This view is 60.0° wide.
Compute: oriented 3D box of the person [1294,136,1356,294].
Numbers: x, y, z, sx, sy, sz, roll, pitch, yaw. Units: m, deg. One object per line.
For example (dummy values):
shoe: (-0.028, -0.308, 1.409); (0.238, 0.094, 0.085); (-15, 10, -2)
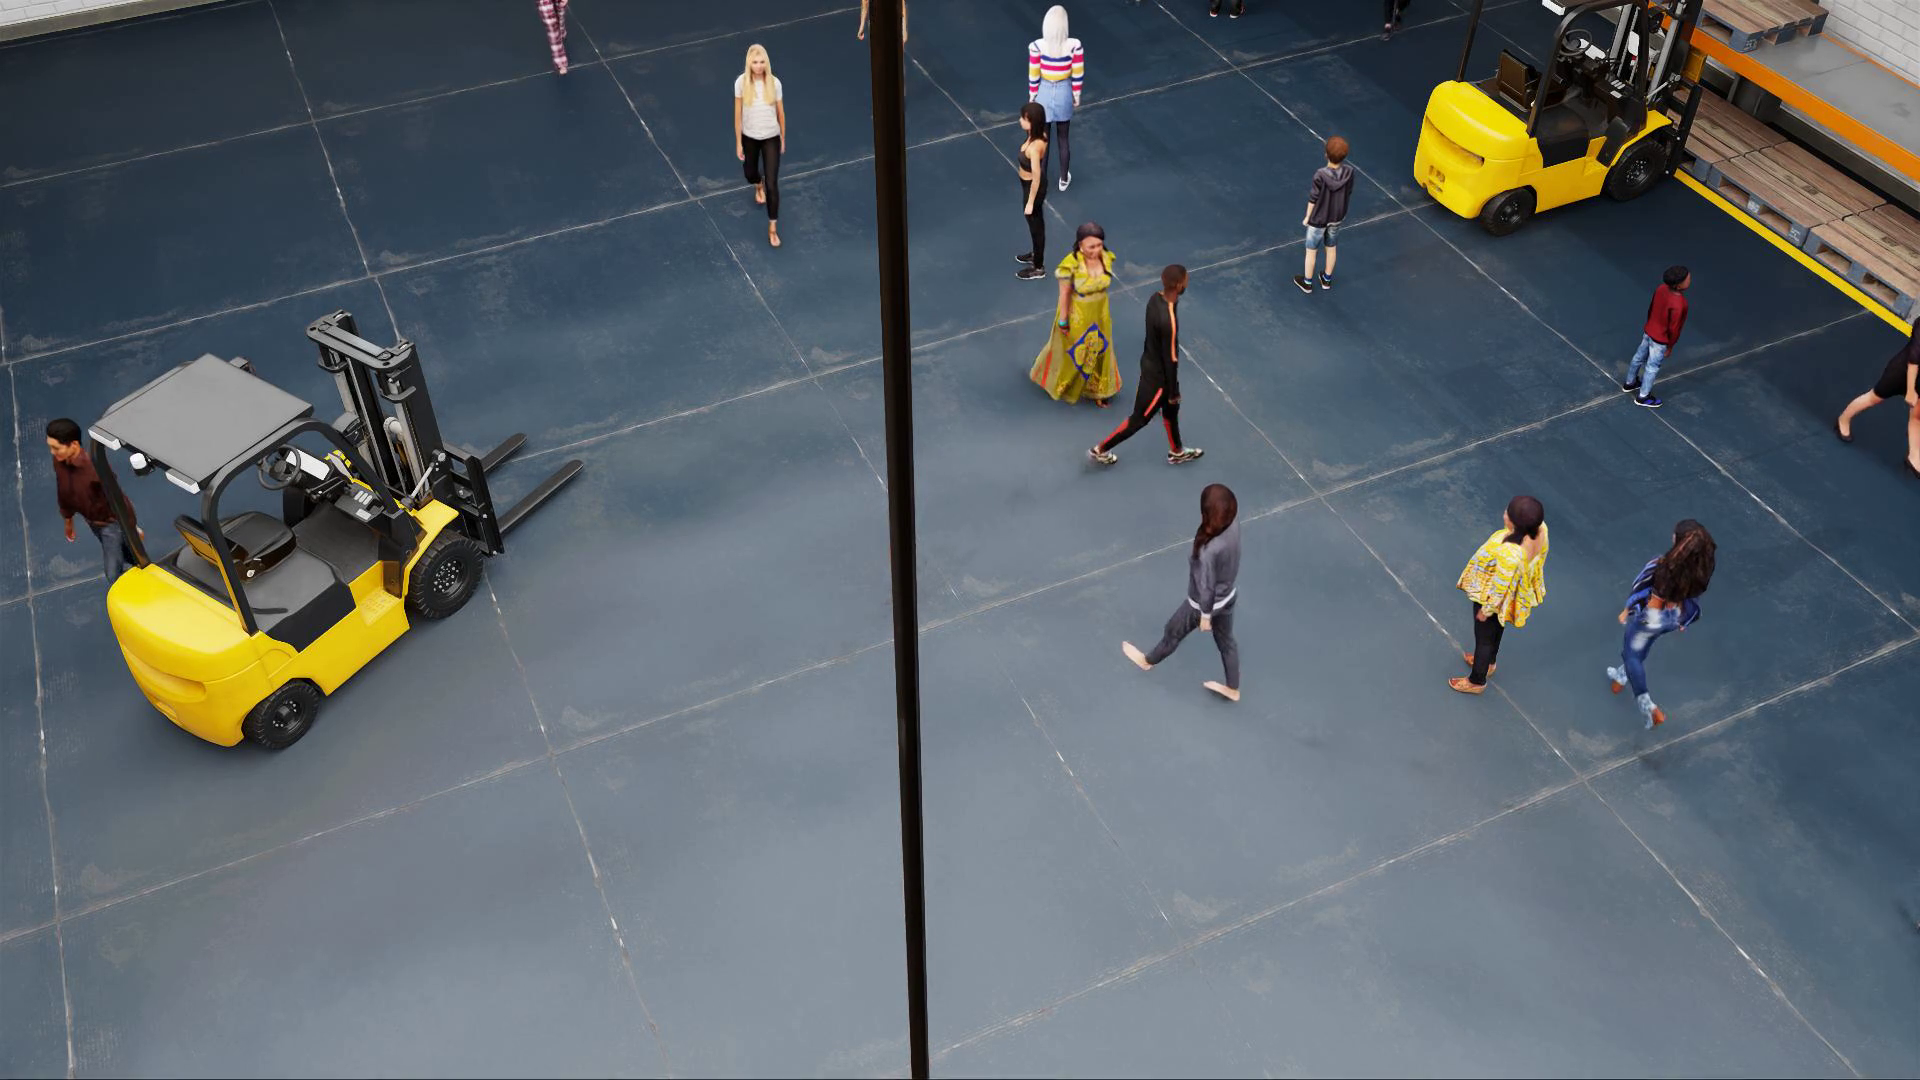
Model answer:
person: (3.111, -2.774, 14.167); (0.574, 1.446, 0.556); (-10, 45, -10)

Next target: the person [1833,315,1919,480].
person: (7.021, -1.272, 12.462); (0.579, 1.624, 1.038); (-19, 47, -19)

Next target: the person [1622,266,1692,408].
person: (5.508, -1.628, 13.102); (0.606, 1.256, 0.485); (-8, 44, -9)

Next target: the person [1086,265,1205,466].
person: (1.367, -1.209, 12.292); (0.969, 1.766, 1.191); (-3, 44, -3)

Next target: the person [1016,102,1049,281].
person: (0.642, -2.998, 14.259); (0.688, 1.643, 0.583); (3, 44, 4)

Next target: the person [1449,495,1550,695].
person: (3.491, 0.352, 10.734); (0.915, 1.655, 0.866); (26, 49, 24)

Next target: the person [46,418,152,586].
person: (-5.668, -0.174, 11.210); (0.818, 1.761, 0.886); (23, 48, 22)

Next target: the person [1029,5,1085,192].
person: (0.864, -4.041, 15.234); (0.721, 1.808, 0.690); (1, 44, 1)

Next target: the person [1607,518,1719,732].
person: (4.441, 0.547, 10.566); (0.810, 1.605, 1.023); (-3, 44, -3)

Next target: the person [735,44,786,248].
person: (-1.785, -3.564, 14.737); (0.838, 1.803, 1.151); (-5, 44, -5)

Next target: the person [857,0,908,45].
person: (-0.695, -5.061, 16.281); (0.653, 1.841, 0.757); (24, 49, 23)

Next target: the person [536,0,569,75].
person: (-4.213, -5.709, 17.102); (0.702, 1.647, 1.144); (-11, 45, -11)

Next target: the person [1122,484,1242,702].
person: (1.685, 0.398, 10.631); (1.163, 1.731, 0.970); (25, 49, 24)

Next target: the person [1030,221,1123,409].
person: (0.939, -1.779, 12.976); (0.859, 1.659, 0.889); (-25, 49, -24)

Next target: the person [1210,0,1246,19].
person: (2.930, -6.503, 17.830); (0.714, 1.803, 0.751); (10, 45, 11)
